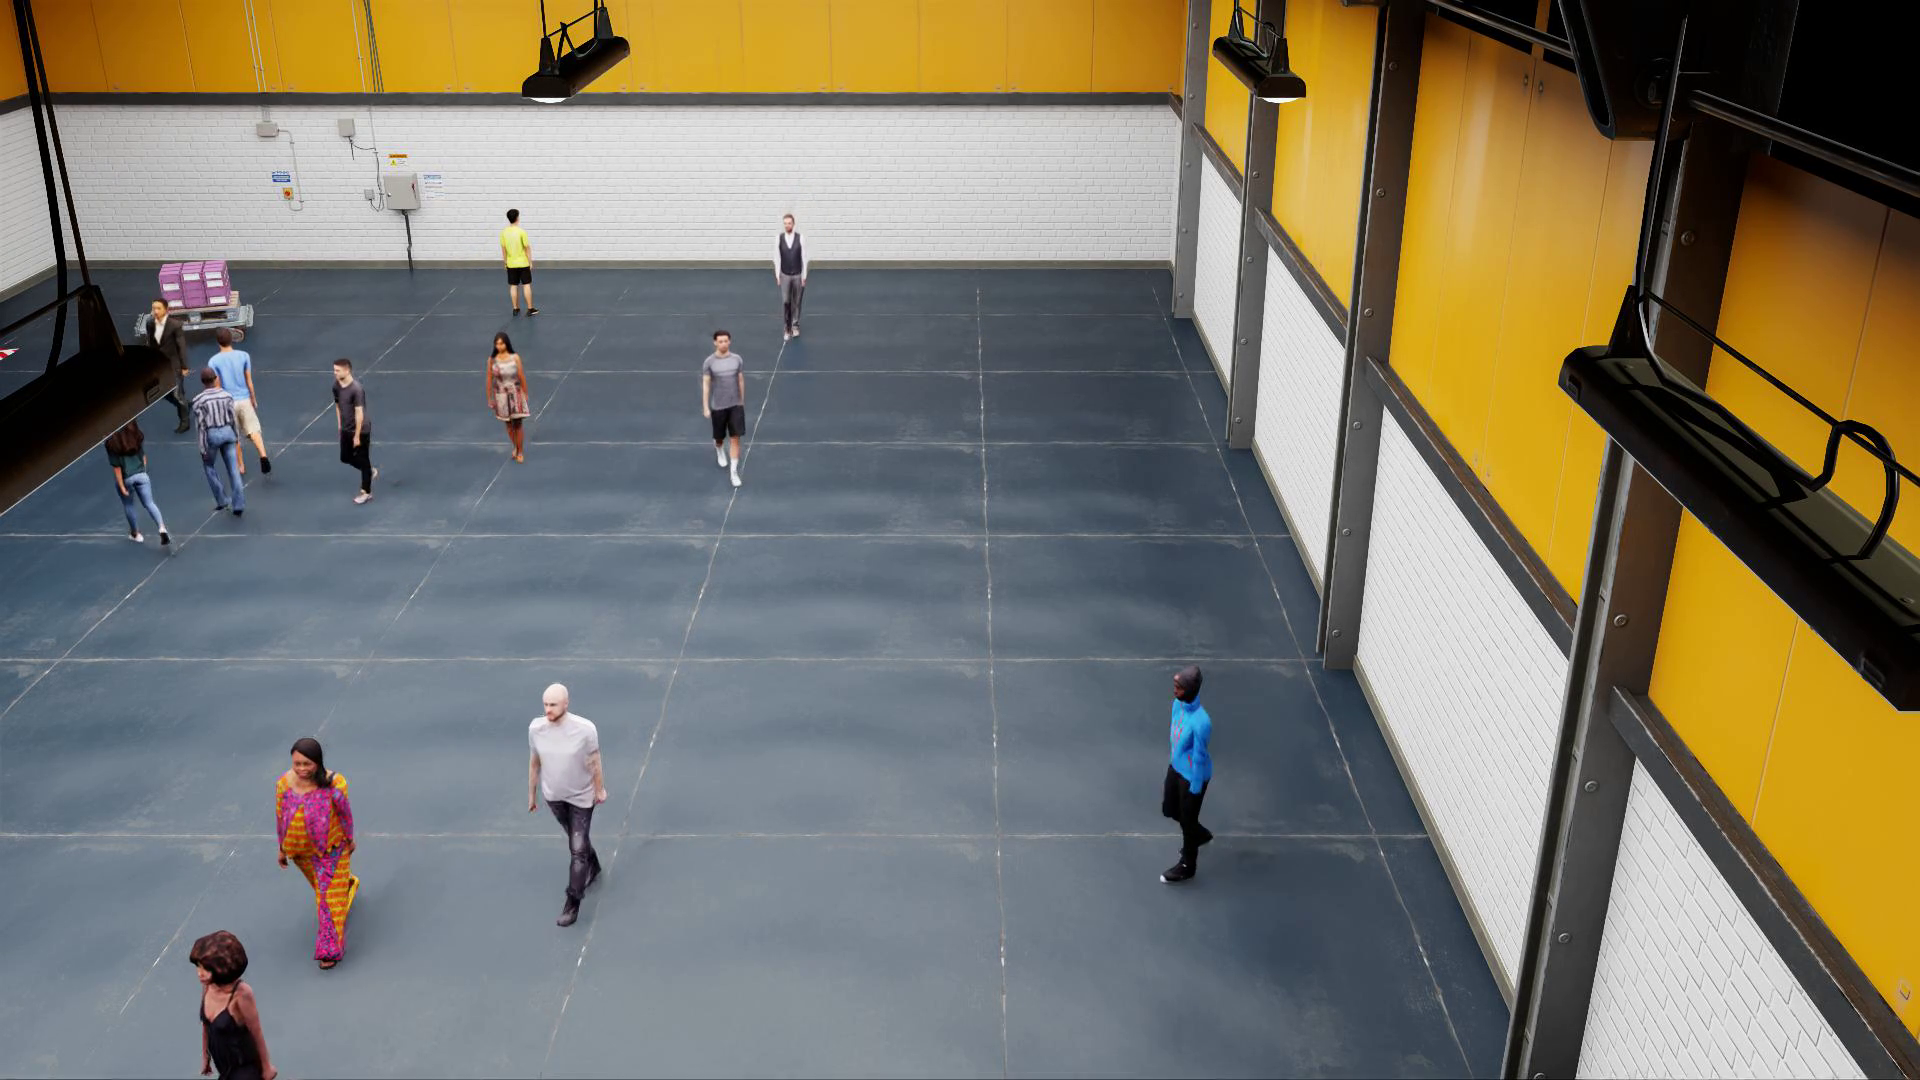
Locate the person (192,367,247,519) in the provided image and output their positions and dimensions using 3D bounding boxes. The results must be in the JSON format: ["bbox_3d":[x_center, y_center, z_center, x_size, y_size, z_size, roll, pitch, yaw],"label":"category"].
[{"bbox_3d":[-8.340,-1.069,18.832,0.892,1.778,0.831,21,31,39],"label":"person"}]

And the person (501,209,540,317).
[{"bbox_3d":[-7.090,-4.453,26.661,0.646,1.708,0.577,3,24,7],"label":"person"}]

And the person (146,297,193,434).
[{"bbox_3d":[-10.230,-2.302,21.639,0.772,1.790,0.807,5,24,11],"label":"person"}]

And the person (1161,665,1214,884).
[{"bbox_3d":[1.796,1.734,12.414,0.837,1.782,0.811,-11,26,-23],"label":"person"}]

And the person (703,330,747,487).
[{"bbox_3d":[-2.838,-1.641,20.068,0.900,1.836,1.233,-7,25,-15],"label":"person"}]

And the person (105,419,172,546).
[{"bbox_3d":[-8.979,-0.663,18.132,1.049,1.594,1.007,20,30,37],"label":"person"}]

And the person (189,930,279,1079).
[{"bbox_3d":[-4.078,2.977,9.614,0.949,1.748,1.147,14,27,29],"label":"person"}]

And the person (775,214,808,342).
[{"bbox_3d":[-2.564,-4.080,25.547,0.678,1.915,0.831,-2,24,-4],"label":"person"}]

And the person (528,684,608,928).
[{"bbox_3d":[-2.807,1.824,12.191,0.867,1.797,1.206,6,24,13],"label":"person"}]

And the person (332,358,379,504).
[{"bbox_3d":[-6.987,-1.300,19.395,0.803,1.751,0.882,13,27,27],"label":"person"}]

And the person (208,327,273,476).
[{"bbox_3d":[-8.688,-1.630,20.031,0.985,1.846,1.076,-19,30,-37],"label":"person"}]

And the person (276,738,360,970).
[{"bbox_3d":[-4.518,2.098,11.749,0.662,1.648,1.174,1,24,2],"label":"person"}]

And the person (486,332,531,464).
[{"bbox_3d":[-5.611,-1.823,20.741,0.695,1.629,0.807,-2,24,-5],"label":"person"}]
